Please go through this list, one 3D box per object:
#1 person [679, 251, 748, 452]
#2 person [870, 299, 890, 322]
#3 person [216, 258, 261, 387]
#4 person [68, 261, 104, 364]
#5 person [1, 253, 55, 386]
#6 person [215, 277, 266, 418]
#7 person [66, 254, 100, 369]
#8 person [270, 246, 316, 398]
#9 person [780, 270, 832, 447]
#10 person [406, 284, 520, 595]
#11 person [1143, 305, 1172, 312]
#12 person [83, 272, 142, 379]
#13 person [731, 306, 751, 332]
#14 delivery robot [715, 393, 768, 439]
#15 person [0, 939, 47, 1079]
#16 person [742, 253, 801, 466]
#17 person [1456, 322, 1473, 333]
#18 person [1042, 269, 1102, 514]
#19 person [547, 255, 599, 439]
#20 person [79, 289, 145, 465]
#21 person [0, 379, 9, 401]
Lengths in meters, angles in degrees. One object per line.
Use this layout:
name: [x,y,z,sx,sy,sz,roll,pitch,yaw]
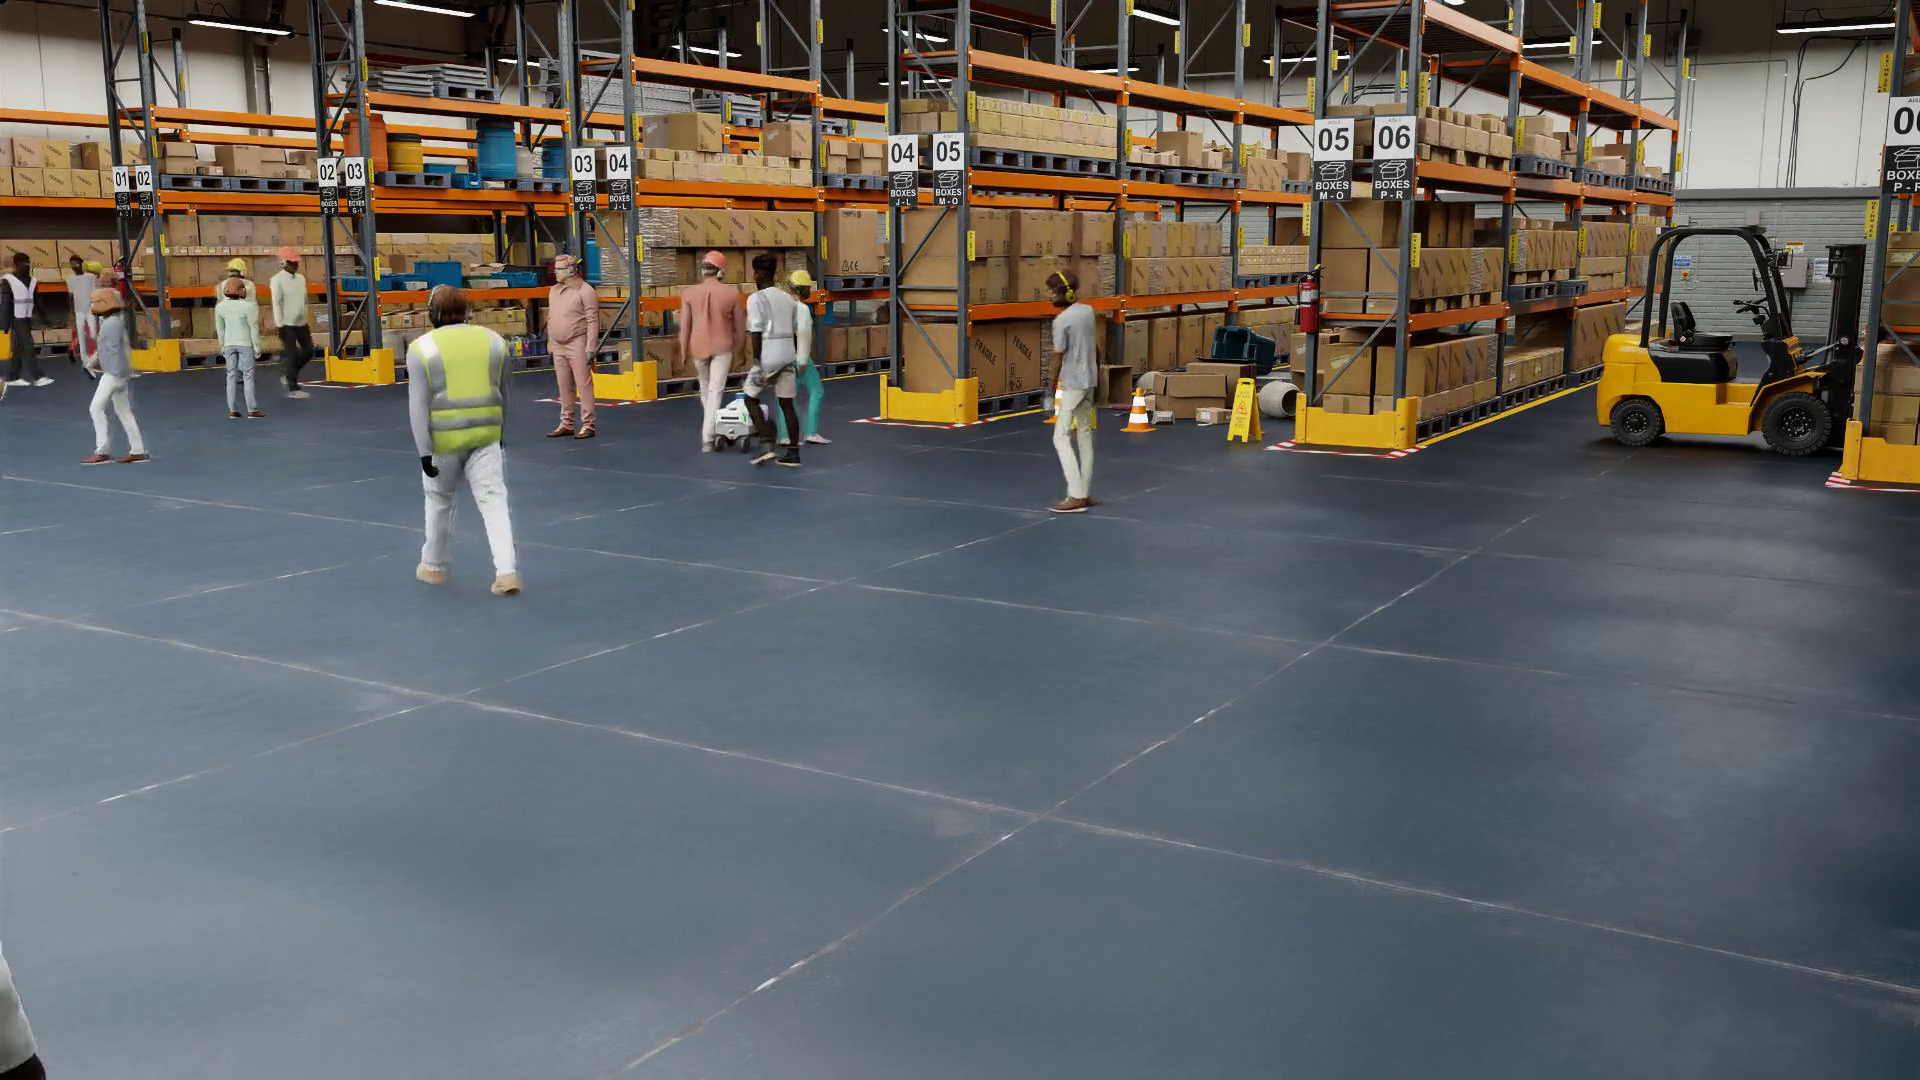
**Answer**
person: [-2.414,-1.873,16.456,0.631,1.926,1.060,2,10,8]
person: [-1.801,-5.972,39.202,0.757,2.024,0.611,6,12,30]
person: [-10.108,-3.046,23.360,0.611,1.816,0.421,2,10,10]
person: [-14.522,-3.764,27.649,0.581,1.721,0.617,2,10,13]
person: [-13.173,-3.113,23.557,0.894,1.877,0.607,1,10,6]
person: [-8.344,-2.220,19.266,0.499,1.633,0.286,1,10,7]
person: [-14.124,-3.698,26.955,0.543,1.847,0.594,-1,10,-4]
person: [-8.718,-2.831,21.707,0.461,1.979,0.653,3,11,18]
person: [-1.533,-1.800,16.550,0.649,1.745,0.539,-6,12,-29]
person: [-2.885,-0.581,9.663,0.637,1.797,0.972,-7,13,-36]
person: [3.644,-4.380,30.329,0.642,1.997,0.988,4,11,21]
person: [-12.732,-3.200,24.840,0.522,1.606,0.777,6,12,31]
person: [-3.515,-3.644,27.101,0.555,1.682,0.372,5,11,25]
delivery robot: [-2.141,-1.204,16.332,0.477,0.478,0.707,2,10,12]
person: [-1.574,0.670,2.464,0.602,1.848,0.865,6,12,28]
person: [-1.691,-1.619,15.088,0.540,1.931,0.624,8,13,37]
person: [9.252,-4.284,30.318,0.604,1.817,0.732,3,11,18]
person: [0.871,-1.115,12.552,0.343,1.832,0.651,9,13,41]
person: [-4.047,-1.998,17.269,0.643,1.905,0.399,6,12,32]
person: [-7.836,-1.479,15.190,0.670,1.606,0.520,-5,11,-25]
person: [-12.283,-2.492,20.844,0.622,1.610,0.505,1,10,4]
